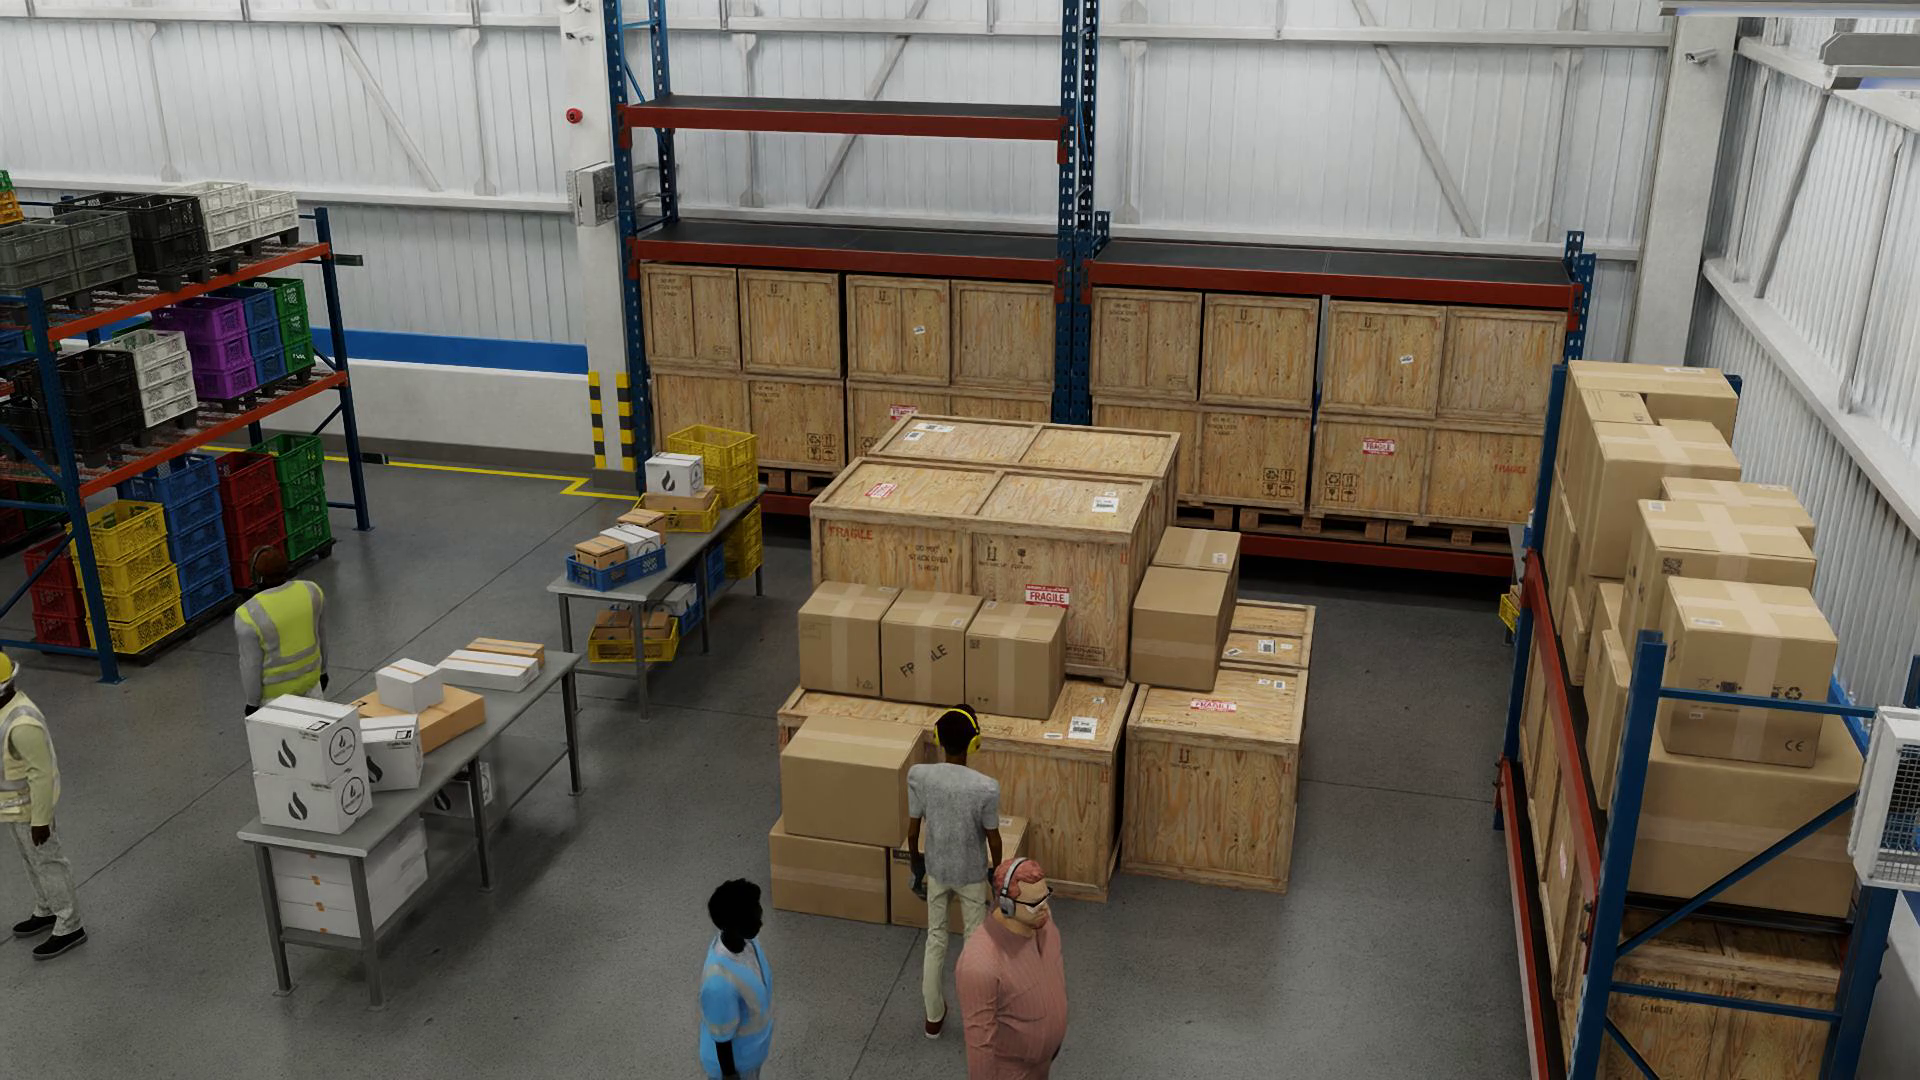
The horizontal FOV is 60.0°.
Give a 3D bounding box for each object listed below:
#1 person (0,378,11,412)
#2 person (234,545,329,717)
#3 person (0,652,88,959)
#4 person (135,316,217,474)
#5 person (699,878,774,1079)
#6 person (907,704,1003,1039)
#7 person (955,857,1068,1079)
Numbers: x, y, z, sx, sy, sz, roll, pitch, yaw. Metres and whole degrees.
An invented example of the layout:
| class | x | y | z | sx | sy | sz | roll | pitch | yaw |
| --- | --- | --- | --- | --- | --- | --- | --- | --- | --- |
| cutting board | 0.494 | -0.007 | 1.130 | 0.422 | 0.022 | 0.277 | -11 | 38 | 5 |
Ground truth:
| class | x | y | z | sx | sy | sz | roll | pitch | yaw |
| --- | --- | --- | --- | --- | --- | --- | --- | --- | --- |
| person | -10.588 | -2.120 | 18.332 | 0.340 | 1.876 | 0.576 | -11 | 24 | -27 |
| person | -4.244 | 0.899 | 10.471 | 0.429 | 1.843 | 0.632 | 12 | 24 | 28 |
| person | -5.147 | 1.424 | 9.112 | 0.404 | 1.827 | 0.600 | -19 | 28 | -41 |
| person | -7.525 | -1.219 | 15.960 | 0.718 | 1.883 | 1.016 | -9 | 23 | -22 |
| person | -0.960 | 2.216 | 7.223 | 0.317 | 1.695 | 0.540 | 1 | 21 | 4 |
| person | -0.013 | 1.684 | 8.385 | 0.521 | 1.866 | 0.325 | 6 | 22 | 16 |
| person | 0.250 | 2.183 | 7.021 | 0.407 | 1.910 | 0.639 | 11 | 24 | 27 |
